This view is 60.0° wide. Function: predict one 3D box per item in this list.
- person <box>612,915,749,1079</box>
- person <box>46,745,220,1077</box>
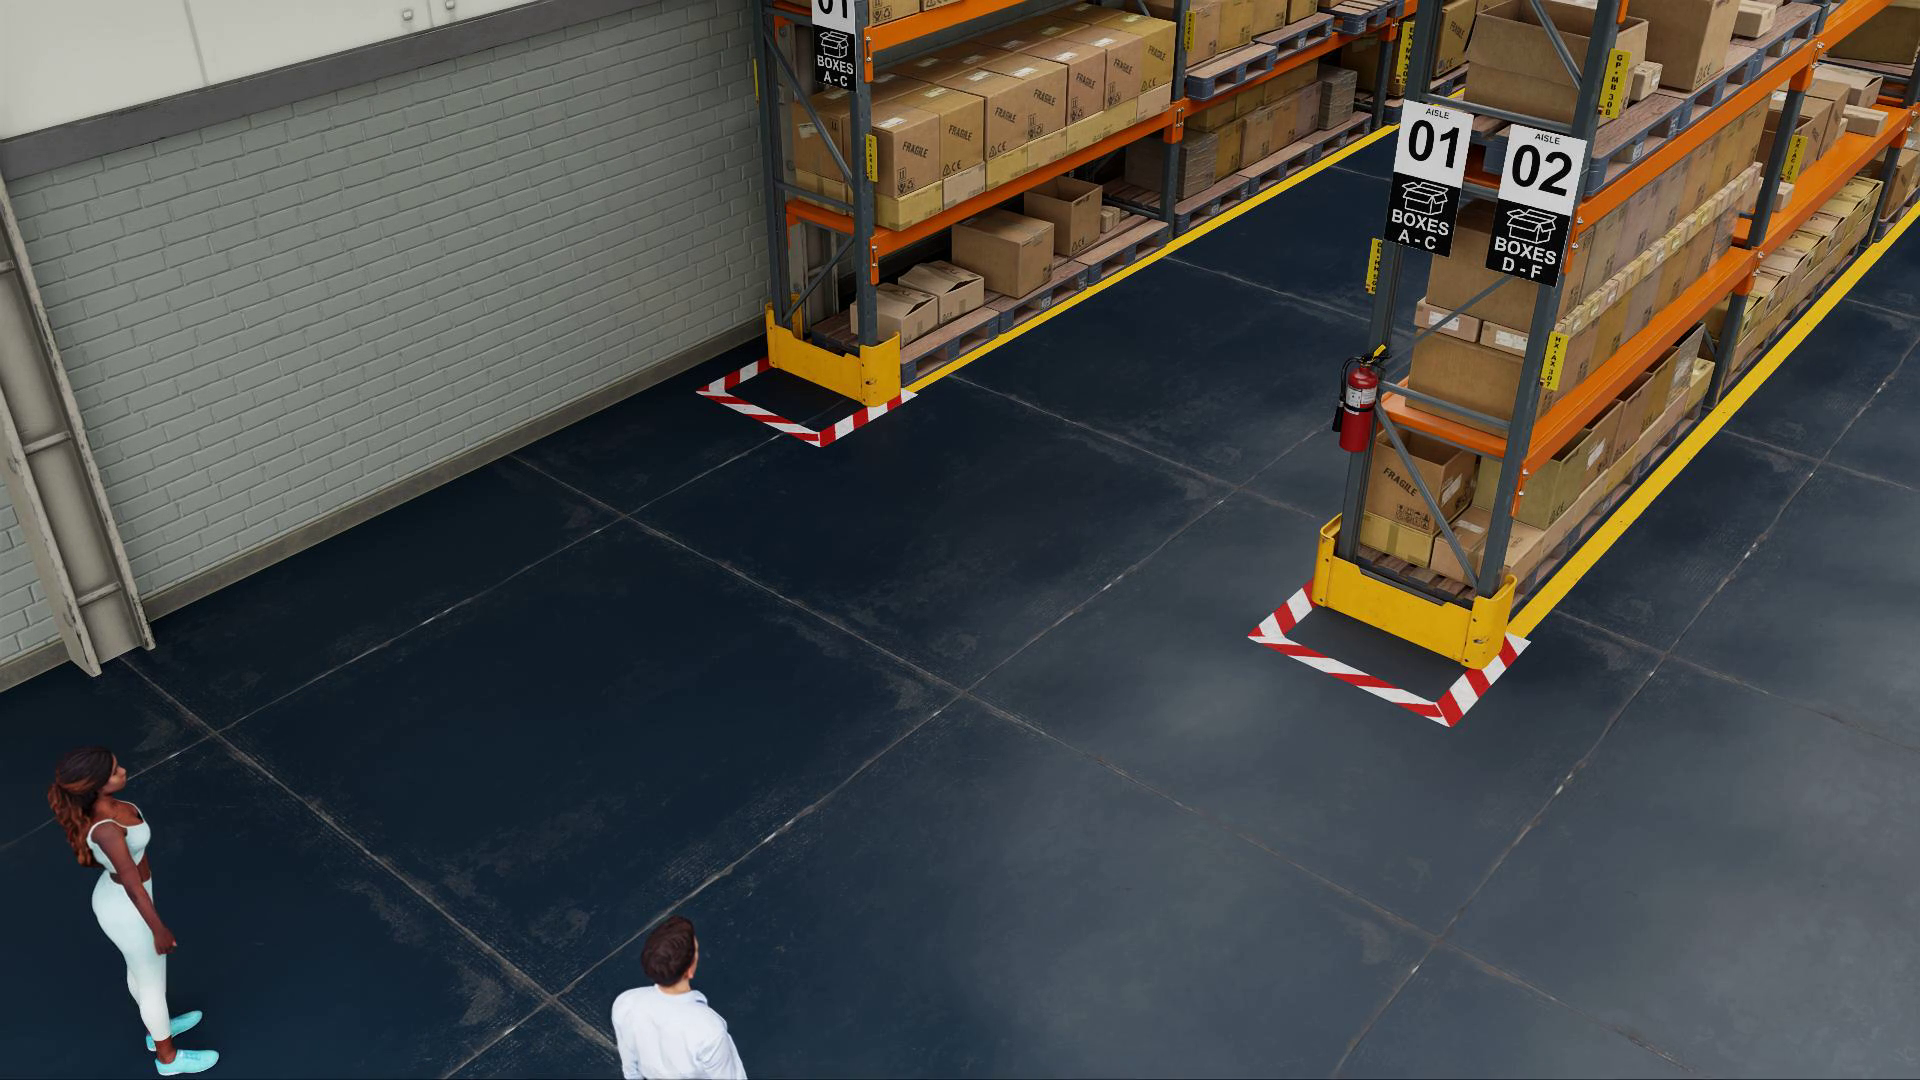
[{"bbox_3d":[-0.988,2.092,6.131,0.727,1.847,0.720,12,35,17],"label":"person"},{"bbox_3d":[-3.517,1.564,7.057,0.580,1.723,0.607,-24,40,-32],"label":"person"}]
